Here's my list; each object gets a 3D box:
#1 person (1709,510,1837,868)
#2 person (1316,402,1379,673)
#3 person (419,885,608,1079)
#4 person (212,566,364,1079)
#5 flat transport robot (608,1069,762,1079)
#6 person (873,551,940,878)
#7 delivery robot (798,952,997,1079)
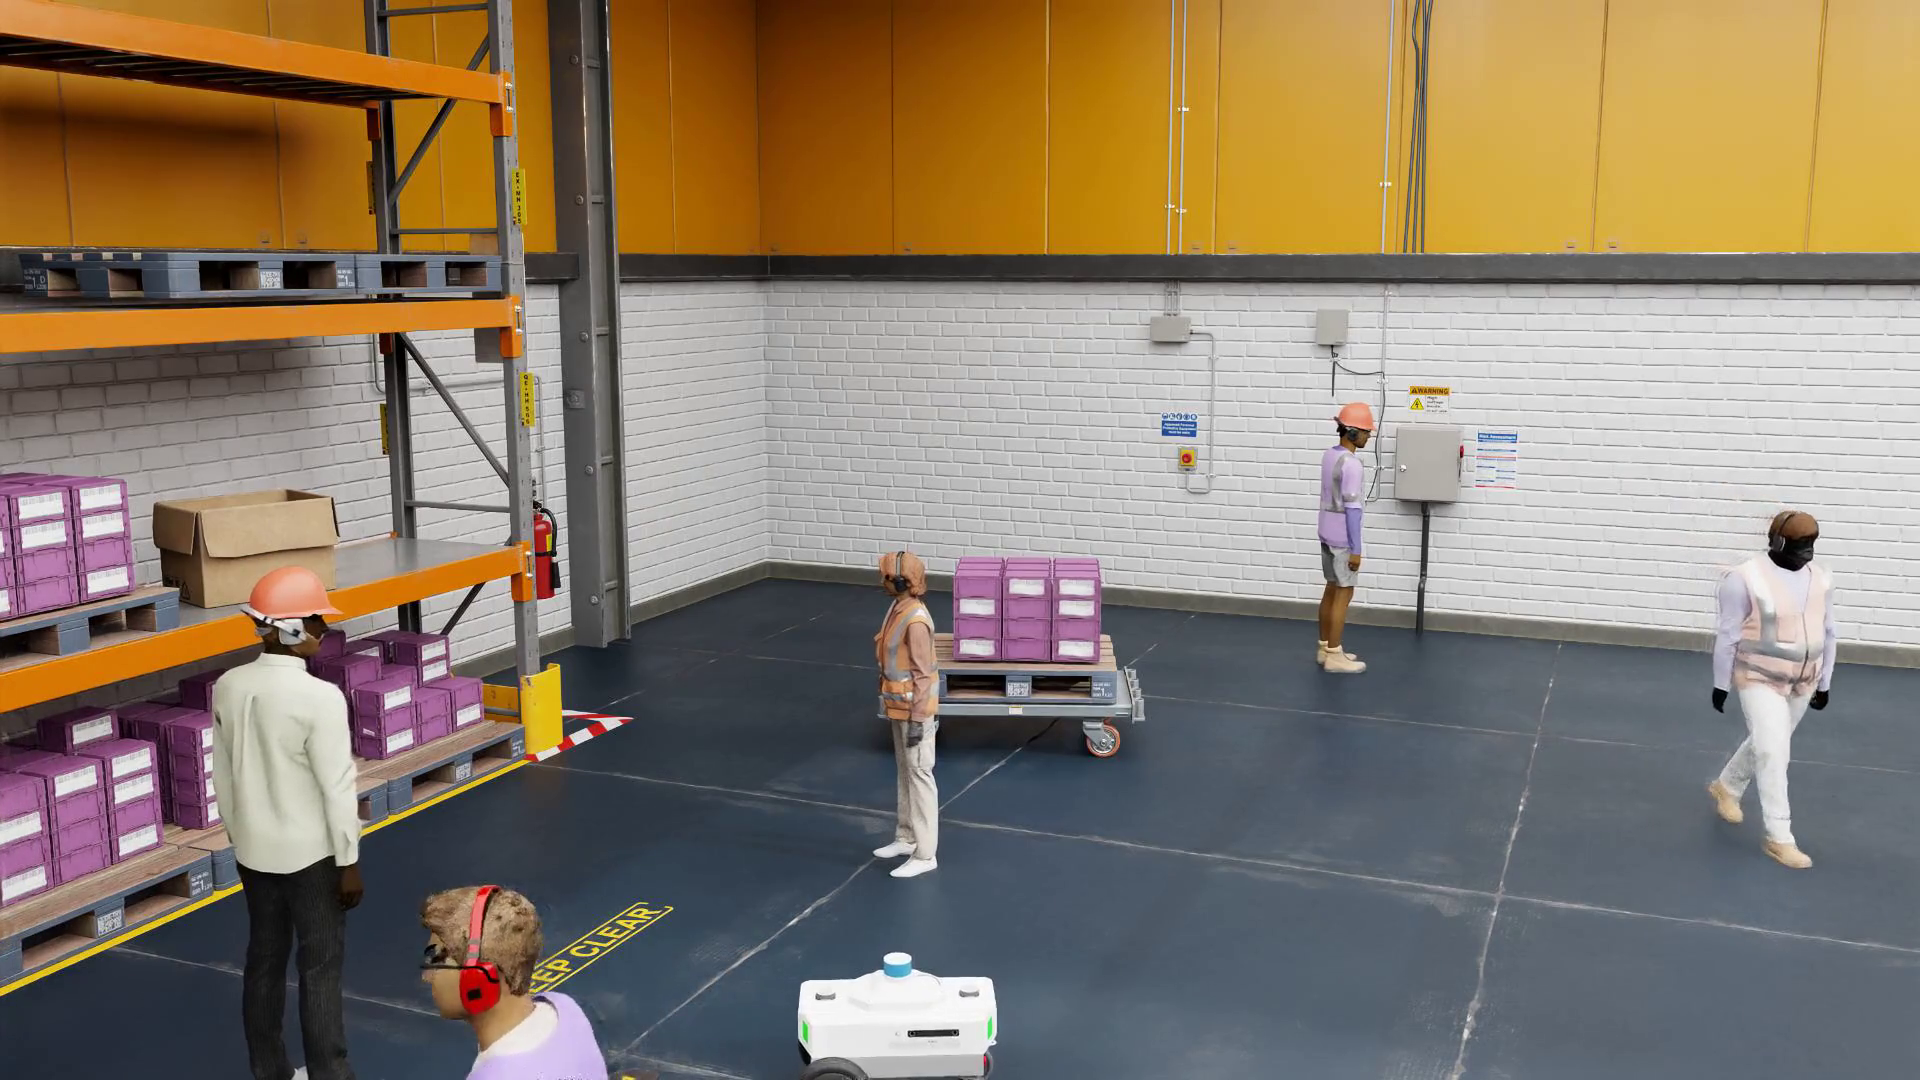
[{"bbox_3d":[4.246,0.712,8.733,0.629,1.802,0.930,-2,10,-12],"label":"person"},{"bbox_3d":[2.888,-0.013,12.419,0.406,2.029,0.612,-1,9,-6],"label":"person"},{"bbox_3d":[-0.854,1.577,3.351,0.447,1.825,0.576,1,9,6],"label":"person"},{"bbox_3d":[-2.343,1.081,5.880,0.613,1.991,0.392,5,10,26],"label":"person"},{"bbox_3d":[-0.841,2.055,5.179,0.652,0.197,1.431,-1,9,-6],"label":"flat transport robot"},{"bbox_3d":[-0.257,0.860,8.297,0.314,1.636,0.515,-2,10,-14],"label":"person"},{"bbox_3d":[-0.222,1.733,5.993,0.707,0.478,0.477,0,9,-3],"label":"delivery robot"}]
